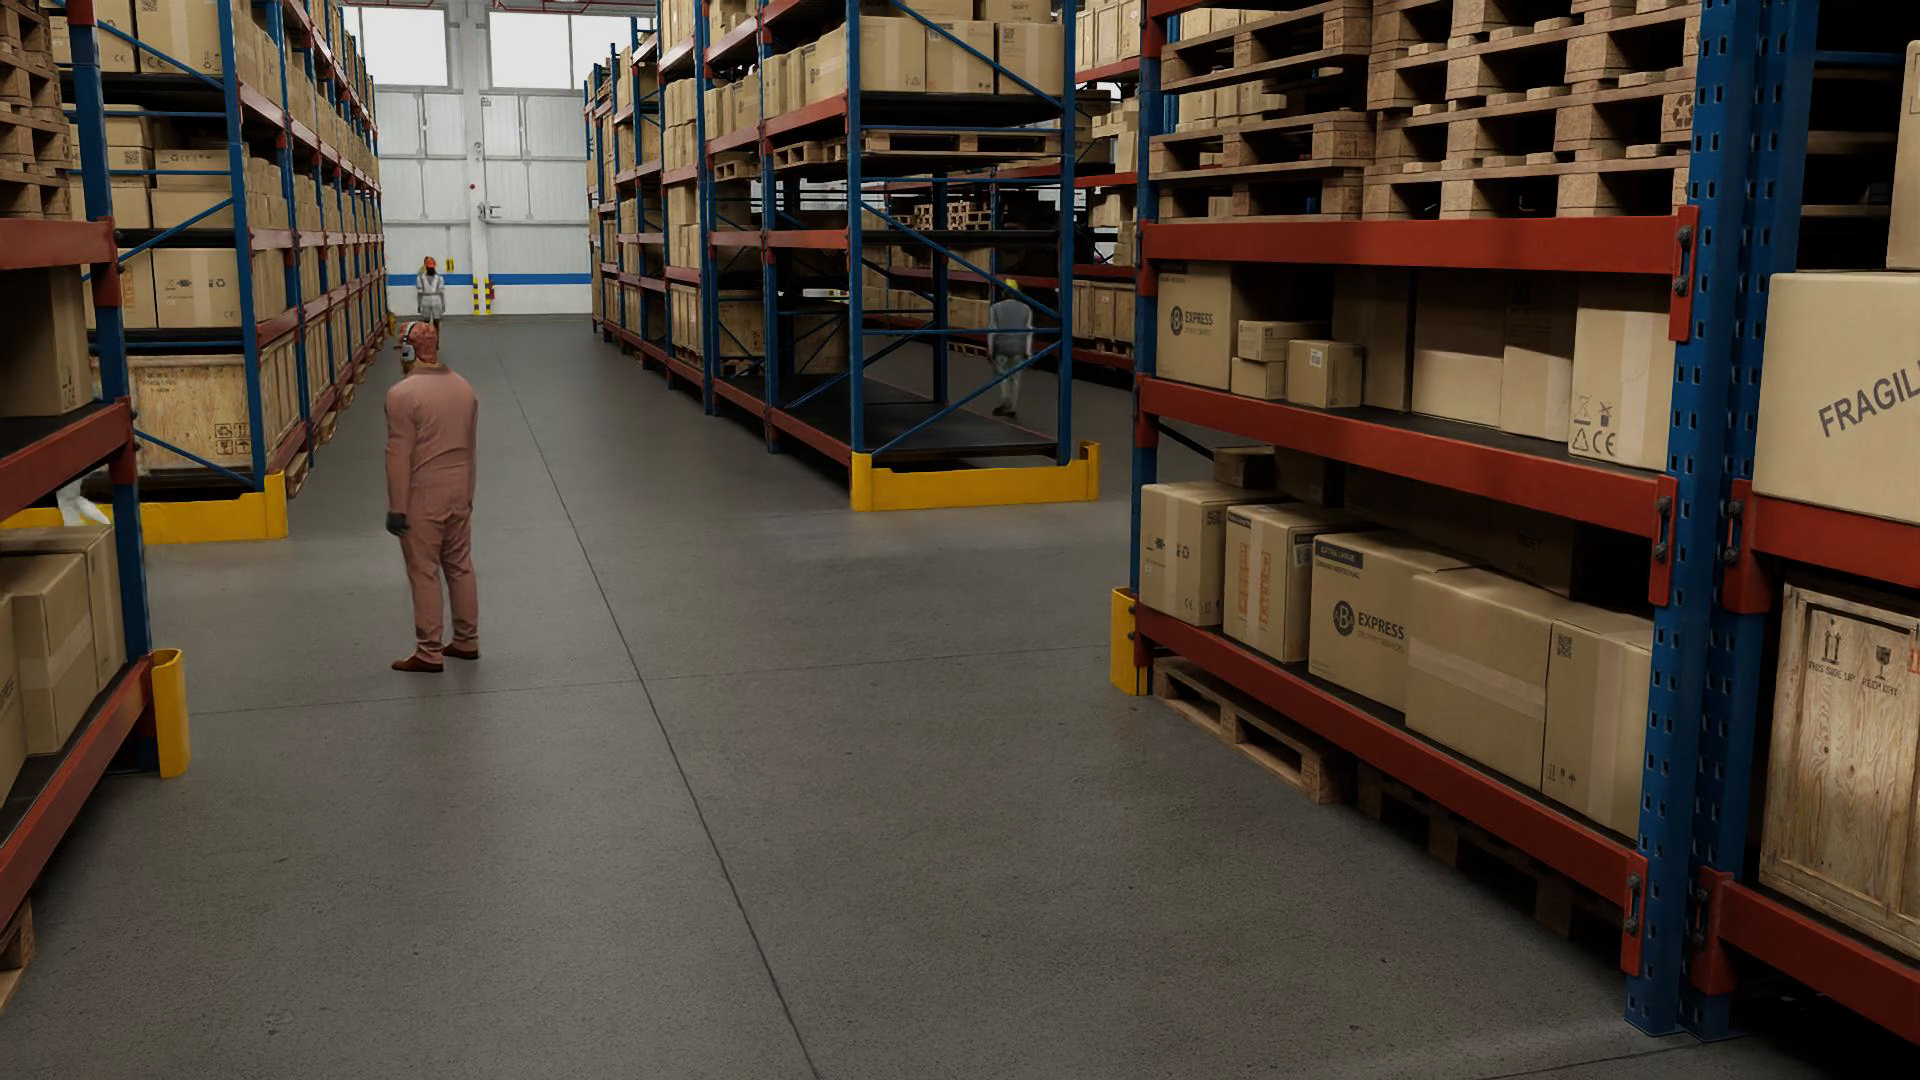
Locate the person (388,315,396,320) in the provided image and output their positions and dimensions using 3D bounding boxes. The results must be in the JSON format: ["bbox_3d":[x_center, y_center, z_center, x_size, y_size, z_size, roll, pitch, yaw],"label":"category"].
[{"bbox_3d":[-14.738,-6.232,41.757,0.907,1.960,0.607,-6,12,-31],"label":"person"}]

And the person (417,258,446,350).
[{"bbox_3d":[-10.970,-4.890,34.553,0.558,1.906,0.764,-4,11,-19],"label":"person"}]

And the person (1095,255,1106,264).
[{"bbox_3d":[2.844,-4.787,33.782,0.639,1.976,0.471,-3,11,-16],"label":"person"}]

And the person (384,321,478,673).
[{"bbox_3d":[-2.895,-0.236,9.063,0.399,1.900,0.643,4,11,21],"label":"person"}]

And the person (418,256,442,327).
[{"bbox_3d":[-13.853,-6.478,43.449,0.619,1.839,0.430,8,13,38],"label":"person"}]

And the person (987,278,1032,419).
[{"bbox_3d":[0.621,-2.490,21.633,0.627,1.812,0.648,-2,11,-12],"label":"person"}]

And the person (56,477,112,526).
[{"bbox_3d":[-6.221,-0.581,11.695,0.411,1.620,0.522,-1,10,-6],"label":"person"}]
